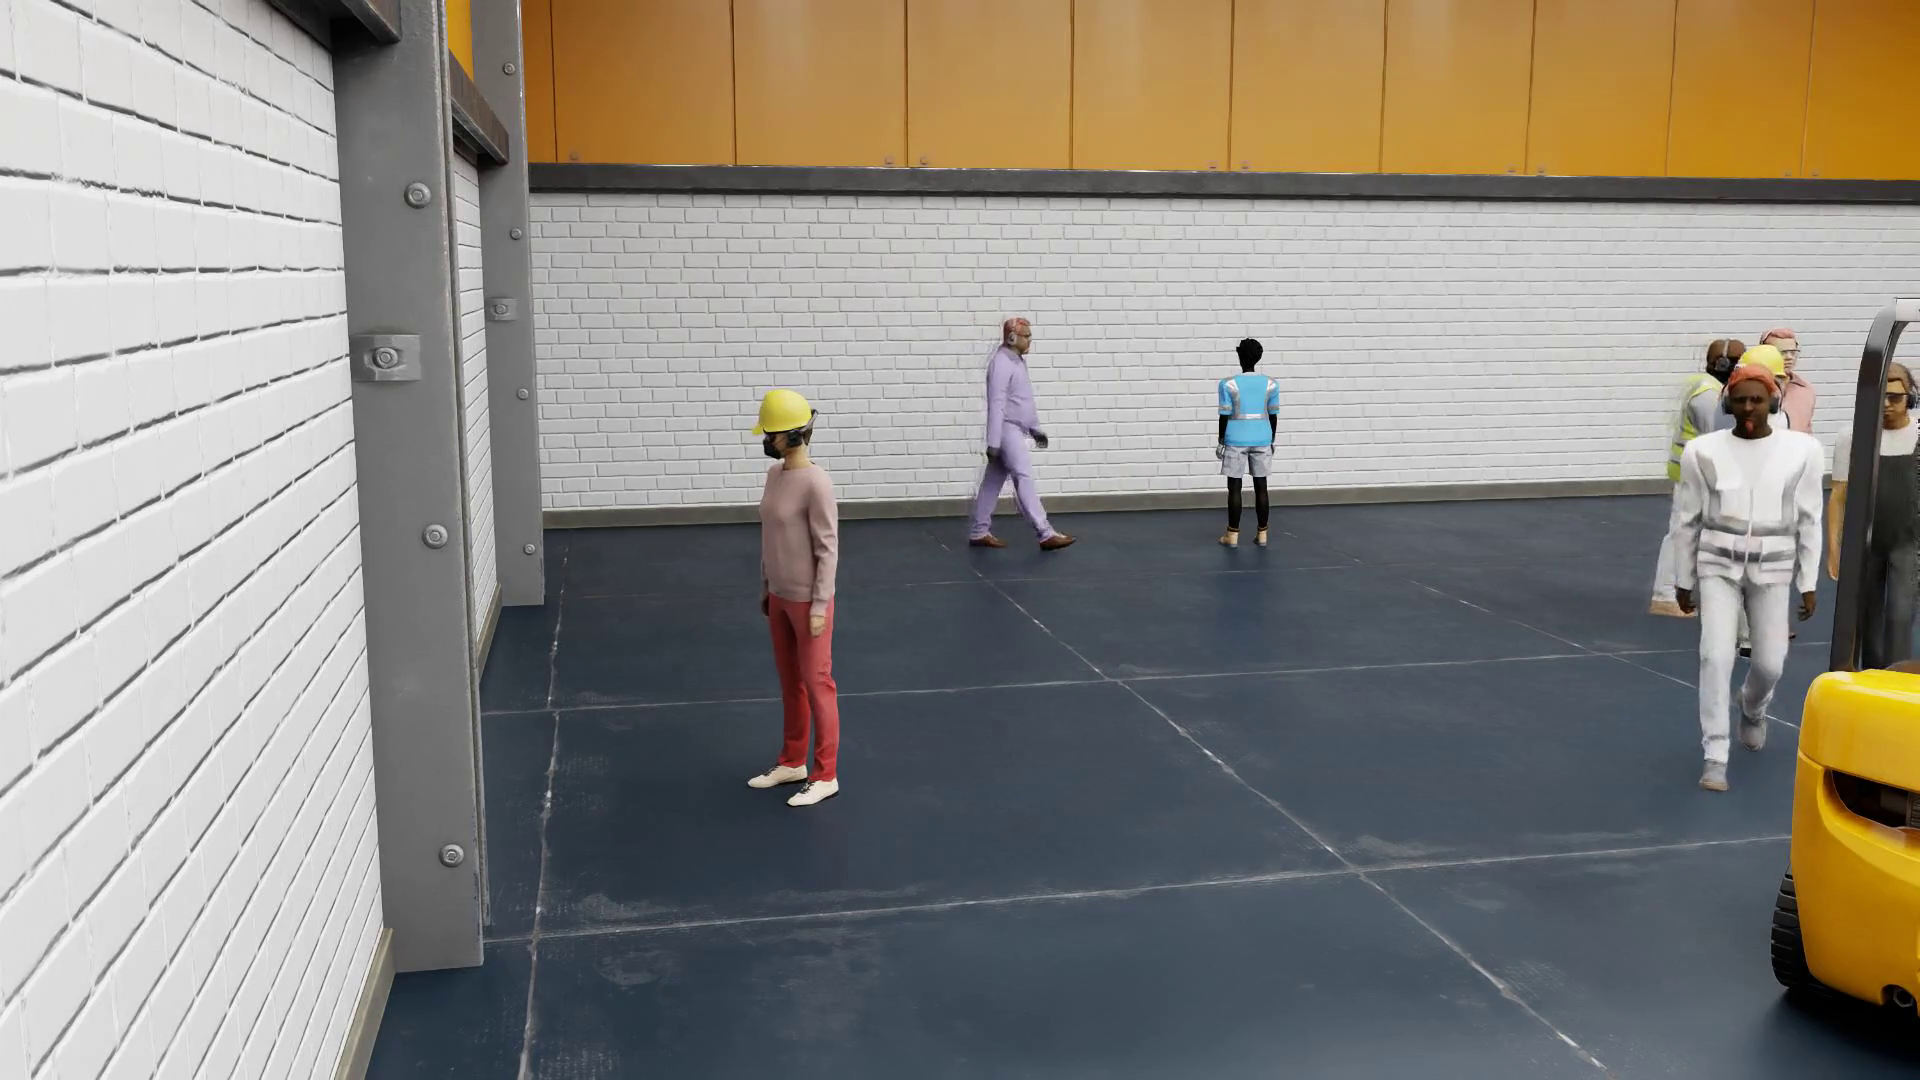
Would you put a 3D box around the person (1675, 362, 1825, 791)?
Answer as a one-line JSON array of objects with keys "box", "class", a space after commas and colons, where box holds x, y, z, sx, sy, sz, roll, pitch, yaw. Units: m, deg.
[{"box": [3.462, 0.143, 7.347, 0.586, 1.864, 0.651, 4, 10, 24], "class": "person"}]

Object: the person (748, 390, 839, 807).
[{"box": [-0.707, 0.244, 7.046, 0.328, 1.762, 0.523, -6, 11, -33], "class": "person"}]

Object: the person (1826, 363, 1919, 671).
[{"box": [4.493, 0.047, 8.099, 0.514, 1.799, 0.876, 7, 12, 38], "class": "person"}]

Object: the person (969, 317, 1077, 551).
[{"box": [0.503, -0.837, 13.296, 0.953, 1.859, 0.664, 1, 9, 9], "class": "person"}]

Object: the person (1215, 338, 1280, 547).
[{"box": [2.329, -0.784, 13.503, 0.540, 1.696, 0.316, -2, 10, -12], "class": "person"}]

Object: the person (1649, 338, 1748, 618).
[{"box": [4.888, -0.376, 10.682, 0.804, 1.811, 0.654, 6, 11, 31], "class": "person"}]

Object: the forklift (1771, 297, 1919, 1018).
[{"box": [3.542, 0.334, 5.177, 2.313, 2.155, 1.214, -9, 13, -43], "class": "forklift"}]

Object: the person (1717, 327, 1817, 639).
[{"box": [4.915, -0.334, 10.119, 0.644, 1.907, 0.400, -2, 10, -12], "class": "person"}]

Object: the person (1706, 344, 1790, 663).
[{"box": [4.566, -0.210, 9.602, 0.404, 1.828, 0.587, -3, 10, -16], "class": "person"}]
